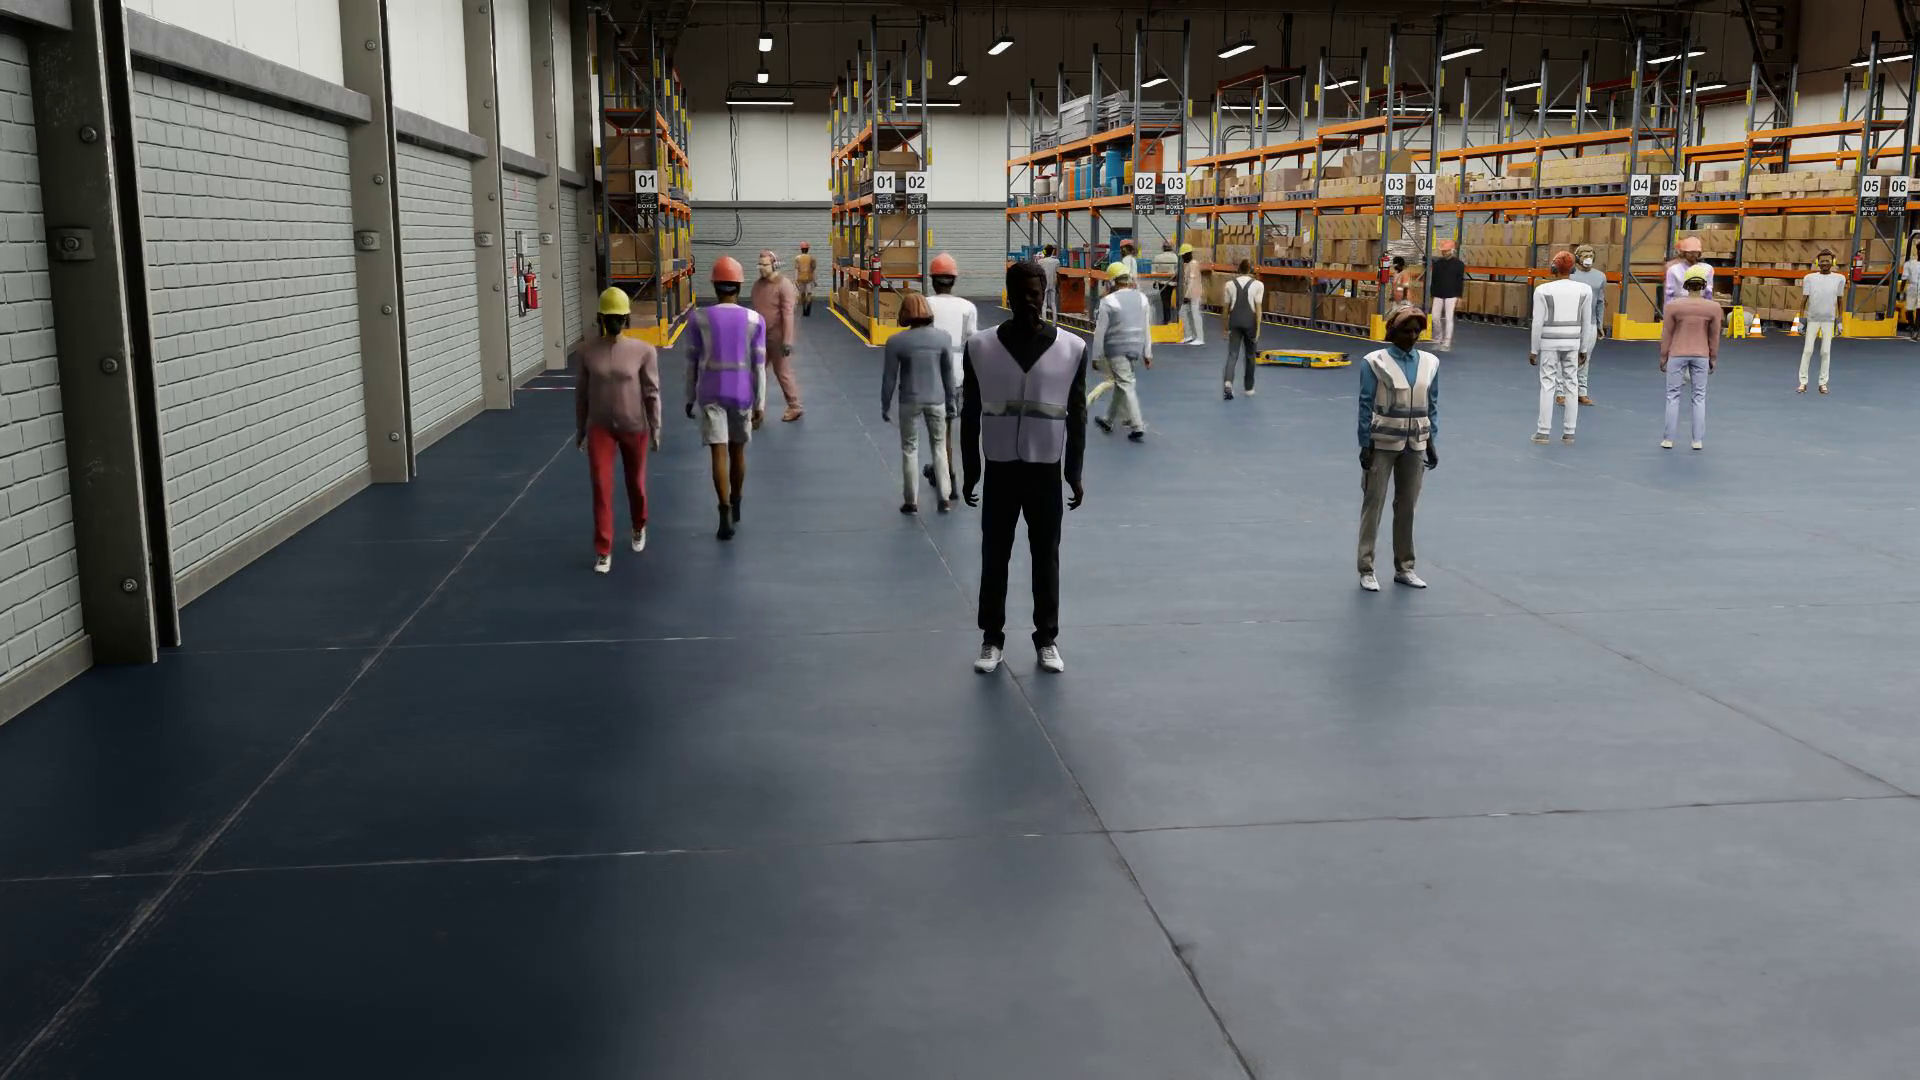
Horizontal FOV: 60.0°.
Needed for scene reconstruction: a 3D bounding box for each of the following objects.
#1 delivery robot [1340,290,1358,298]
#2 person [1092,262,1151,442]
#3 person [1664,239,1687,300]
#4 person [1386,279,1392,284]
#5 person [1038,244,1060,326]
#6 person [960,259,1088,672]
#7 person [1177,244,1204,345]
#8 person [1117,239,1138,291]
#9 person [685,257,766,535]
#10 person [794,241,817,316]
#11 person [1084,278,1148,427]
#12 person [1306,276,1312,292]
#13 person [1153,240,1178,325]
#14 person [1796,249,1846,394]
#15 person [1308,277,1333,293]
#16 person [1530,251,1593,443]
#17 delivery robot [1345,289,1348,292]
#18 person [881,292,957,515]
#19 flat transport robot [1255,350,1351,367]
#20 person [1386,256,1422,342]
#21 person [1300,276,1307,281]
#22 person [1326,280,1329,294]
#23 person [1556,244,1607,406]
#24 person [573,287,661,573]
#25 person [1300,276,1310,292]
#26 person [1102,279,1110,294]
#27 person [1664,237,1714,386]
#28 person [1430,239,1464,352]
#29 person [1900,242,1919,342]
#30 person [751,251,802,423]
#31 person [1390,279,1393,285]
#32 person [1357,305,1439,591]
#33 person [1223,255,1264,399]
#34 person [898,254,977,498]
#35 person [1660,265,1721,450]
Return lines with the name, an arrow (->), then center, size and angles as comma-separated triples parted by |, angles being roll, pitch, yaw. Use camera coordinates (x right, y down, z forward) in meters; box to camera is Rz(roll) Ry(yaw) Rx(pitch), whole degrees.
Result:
delivery robot -> 10.803, -6.720, 46.251 | 0.477, 0.478, 0.707 | -1, 10, -6
person -> 1.590, -1.886, 16.664 | 0.602, 1.765, 0.968 | -7, 12, -33
person -> 12.792, -4.334, 29.520 | 0.641, 1.974, 0.446 | -1, 10, -8
person -> 12.278, -7.646, 48.016 | 0.514, 1.860, 0.325 | -5, 11, -24
person -> 1.915, -5.467, 36.042 | 0.533, 1.867, 0.320 | -2, 11, -12
person -> 0.297, -0.339, 7.782 | 0.592, 1.922, 0.392 | 0, 10, 0
person -> 4.324, -4.607, 31.259 | 0.621, 1.888, 0.654 | -1, 10, -4
person -> 3.037, -4.650, 31.259 | 0.984, 1.979, 0.663 | 4, 11, 21
person -> -1.608, -1.002, 11.503 | 0.544, 1.896, 0.985 | -3, 11, -17
person -> -3.937, -6.648, 42.375 | 0.561, 1.917, 0.670 | -1, 10, -6
person -> 1.633, -1.990, 17.689 | 0.724, 1.604, 0.509 | -3, 11, -16
person -> 9.363, -6.916, 43.810 | 0.543, 1.932, 0.376 | -2, 10, -10
person -> 4.723, -5.939, 38.381 | 0.604, 1.946, 0.885 | -3, 11, -13
person -> 11.167, -2.830, 21.578 | 0.533, 1.869, 0.311 | 4, 11, 23
person -> 8.799, -6.334, 40.645 | 0.609, 1.915, 0.416 | -2, 10, -10
person -> 5.894, -1.884, 16.357 | 0.576, 1.882, 0.355 | 0, 10, 1
delivery robot -> 11.541, -7.265, 49.238 | 0.707, 0.478, 0.477 | -7, 12, -32
person -> -0.298, -0.988, 12.144 | 0.547, 1.625, 0.339 | -2, 11, -13
flat transport robot -> 5.359, -2.866, 26.160 | 0.652, 0.197, 1.431 | -10, 14, -43
person -> 8.606, -4.648, 32.139 | 0.674, 1.663, 0.538 | -2, 11, -12
person -> 10.283, -8.069, 49.828 | 1.037, 2.000, 0.744 | -7, 13, -35
person -> 10.619, -7.755, 48.785 | 0.632, 1.790, 0.921 | 1, 10, 6
person -> 7.455, -2.578, 20.008 | 0.627, 1.940, 0.371 | -1, 10, -7
person -> -2.125, -0.712, 10.370 | 0.530, 1.739, 0.820 | -1, 10, -6
person -> 10.481, -7.944, 49.539 | 0.697, 1.892, 0.757 | -10, 14, -44
person -> 4.026, -6.756, 43.270 | 0.645, 1.813, 0.535 | 3, 11, 16
person -> 9.942, -3.117, 22.718 | 0.624, 2.026, 0.411 | 2, 11, 13
person -> 8.634, -4.342, 29.545 | 0.631, 1.993, 0.409 | 8, 13, 38
person -> 18.596, -4.816, 32.263 | 0.611, 1.943, 0.738 | 8, 13, 37
person -> -2.067, -2.207, 18.152 | 0.662, 1.878, 0.817 | 8, 13, 39
person -> 12.578, -7.795, 48.905 | 0.627, 1.816, 1.065 | 0, 10, 3
person -> 2.516, -0.526, 9.583 | 0.510, 1.639, 0.308 | -3, 11, -16
person -> 3.544, -2.677, 20.943 | 0.516, 1.809, 0.929 | 4, 11, 21
person -> -0.165, -1.305, 13.180 | 0.569, 1.885, 0.985 | -4, 11, -20
person -> 6.981, -1.744, 15.935 | 0.518, 1.756, 0.346 | 2, 11, 13
